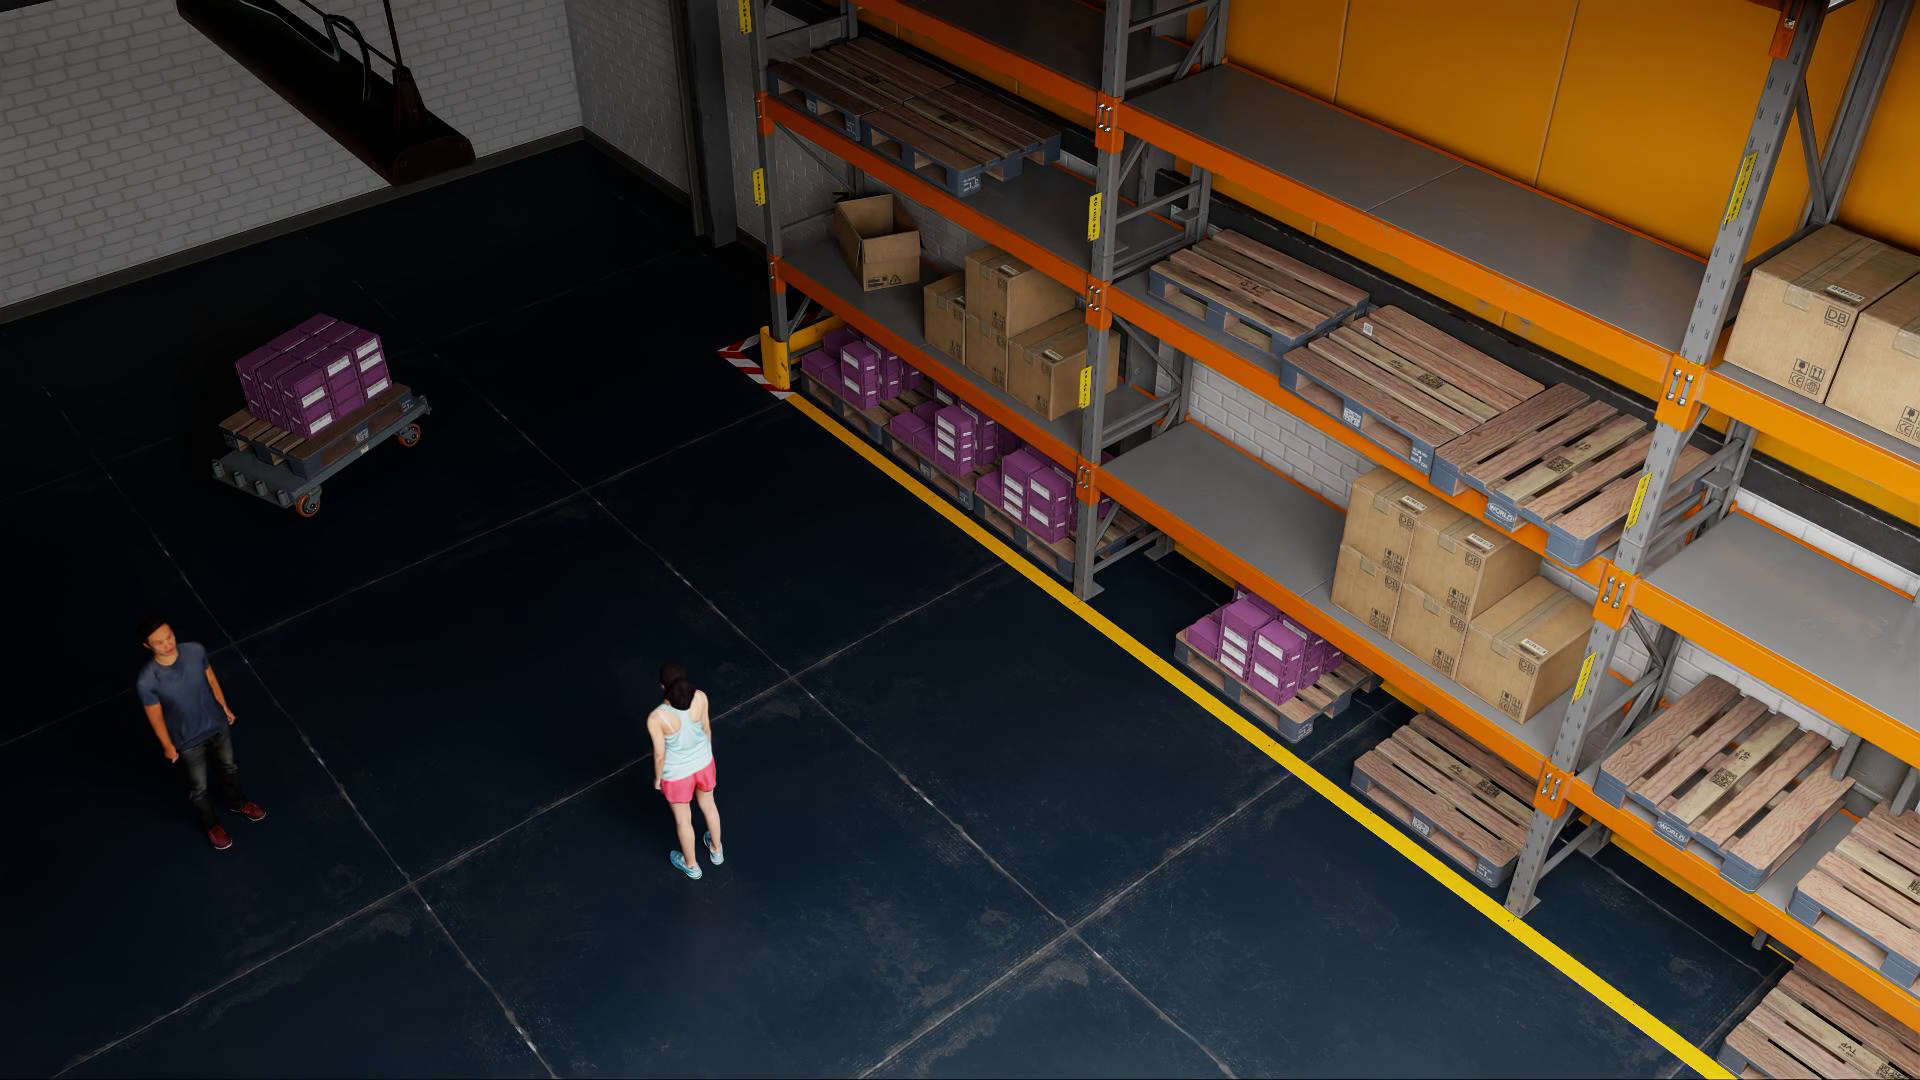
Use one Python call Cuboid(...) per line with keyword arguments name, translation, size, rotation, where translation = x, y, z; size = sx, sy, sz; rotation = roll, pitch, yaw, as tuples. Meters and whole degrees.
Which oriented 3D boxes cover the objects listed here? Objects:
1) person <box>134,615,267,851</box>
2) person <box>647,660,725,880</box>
Cuboid(name="person", translation=(-4.862, 1.179, 10.547), size=(0.662, 1.810, 0.710), rotation=(20, 43, 23))
Cuboid(name="person", translation=(-1.694, 1.405, 10.300), size=(0.572, 1.765, 0.578), rotation=(-26, 46, -29))
